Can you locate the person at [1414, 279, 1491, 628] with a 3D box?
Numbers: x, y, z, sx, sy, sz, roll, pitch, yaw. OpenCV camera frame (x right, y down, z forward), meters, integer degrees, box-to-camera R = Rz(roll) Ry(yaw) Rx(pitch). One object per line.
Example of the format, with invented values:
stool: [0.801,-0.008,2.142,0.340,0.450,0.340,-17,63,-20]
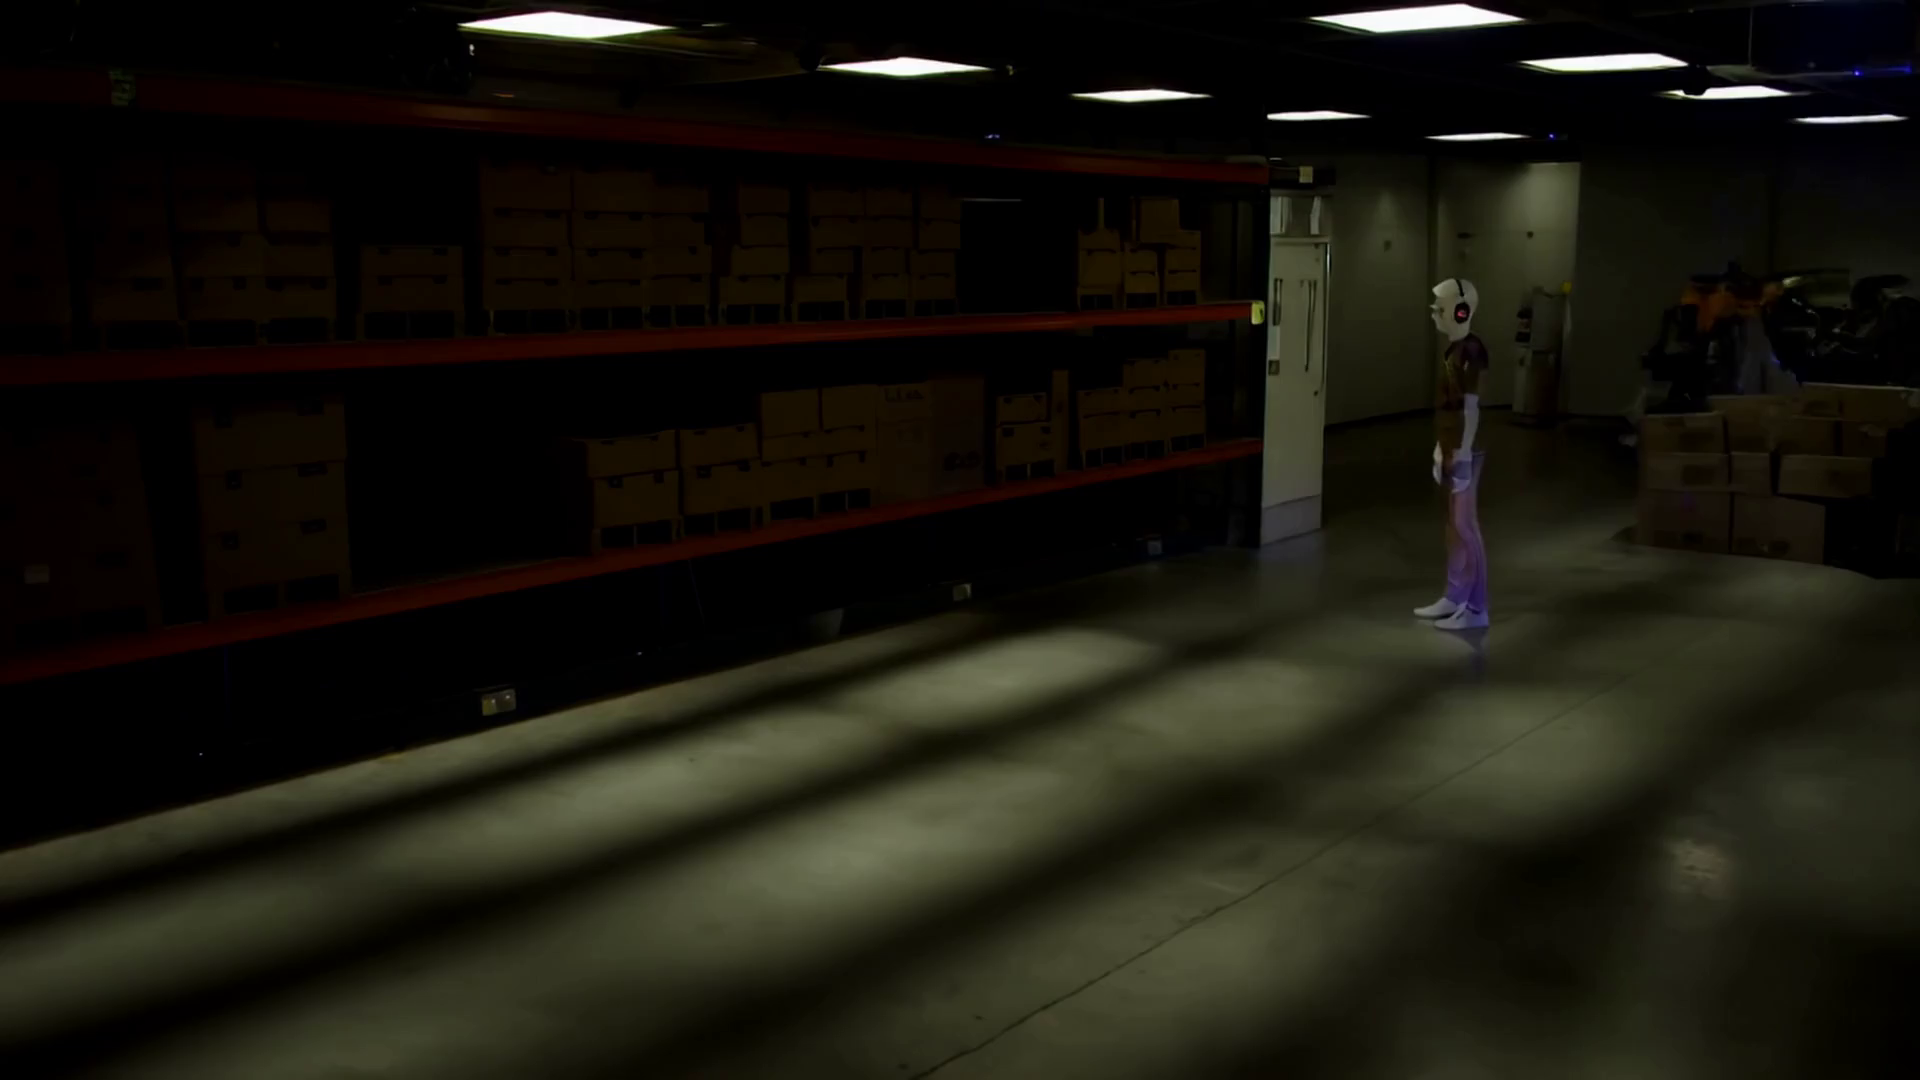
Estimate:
person: [2.662,-0.458,8.908,0.335,1.861,0.496,-1,10,-3]
